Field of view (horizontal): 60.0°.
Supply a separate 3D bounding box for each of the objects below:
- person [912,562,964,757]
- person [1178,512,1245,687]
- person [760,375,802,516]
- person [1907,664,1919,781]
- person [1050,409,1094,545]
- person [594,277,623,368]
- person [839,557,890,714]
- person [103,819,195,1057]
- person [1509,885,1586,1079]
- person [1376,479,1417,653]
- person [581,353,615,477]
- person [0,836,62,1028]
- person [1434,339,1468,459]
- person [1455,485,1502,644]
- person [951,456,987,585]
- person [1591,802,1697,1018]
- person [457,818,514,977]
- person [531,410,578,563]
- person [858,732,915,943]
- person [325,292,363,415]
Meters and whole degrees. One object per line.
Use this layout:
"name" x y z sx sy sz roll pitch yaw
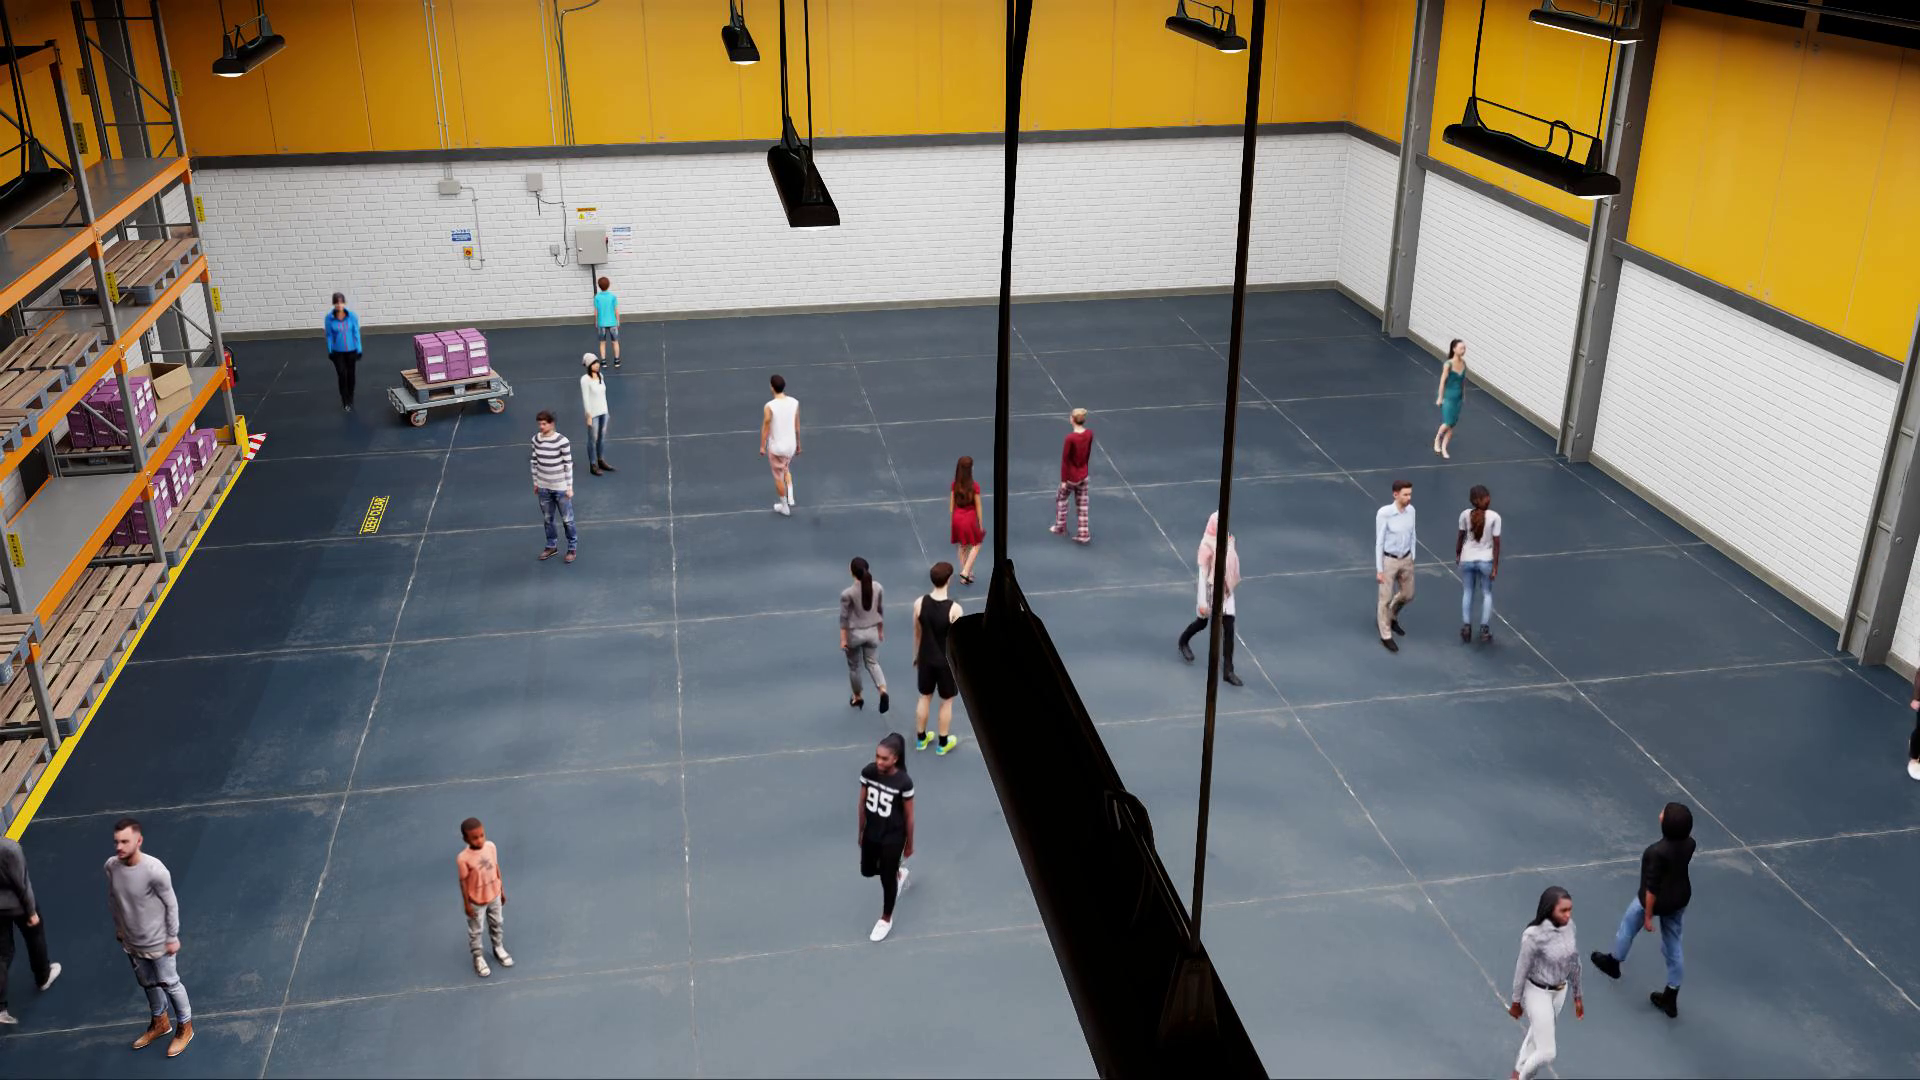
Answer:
"person" -0.226 1.113 15.375 0.776 1.882 0.775 8 25 18
"person" 2.510 0.549 16.817 0.984 1.761 1.287 -15 28 -30
"person" -2.178 -1.147 20.686 0.778 1.770 0.812 -19 30 -36
"person" 8.820 1.356 15.057 0.694 1.692 0.678 2 24 4
"person" 1.435 -0.741 19.868 0.865 1.681 0.974 -17 29 -33
"person" -5.602 -3.469 26.399 0.512 1.448 0.466 -4 24 -10
"person" -0.907 0.969 15.980 0.799 1.662 0.972 -13 27 -28
"person" -5.697 2.760 11.659 0.769 1.841 0.743 7 25 16
"person" 3.865 3.029 11.203 0.689 1.714 0.719 -13 27 -26
"person" 4.538 0.212 17.489 0.725 1.841 0.829 -8 25 -17
"person" -4.838 -1.691 22.087 0.704 1.644 0.624 13 27 27
"person" -6.892 2.690 11.954 0.667 1.734 1.093 -2 24 -5
"person" 6.617 -1.924 22.581 0.655 1.676 0.683 -11 26 -24
"person" 5.460 0.279 17.522 0.797 1.691 0.828 18 30 36
"person" 0.050 -0.194 18.783 0.727 1.548 0.818 10 25 21
"person" 5.137 2.695 12.015 0.690 1.676 1.014 -7 25 -16
"person" -3.613 2.659 12.555 0.550 1.309 0.592 -20 31 -38
"person" -4.745 -0.649 19.445 0.724 1.851 0.688 6 24 15
"person" -0.544 2.260 12.954 0.901 1.720 0.993 11 26 24
"person" -9.038 -2.778 24.419 0.799 1.768 1.169 -9 25 -20
